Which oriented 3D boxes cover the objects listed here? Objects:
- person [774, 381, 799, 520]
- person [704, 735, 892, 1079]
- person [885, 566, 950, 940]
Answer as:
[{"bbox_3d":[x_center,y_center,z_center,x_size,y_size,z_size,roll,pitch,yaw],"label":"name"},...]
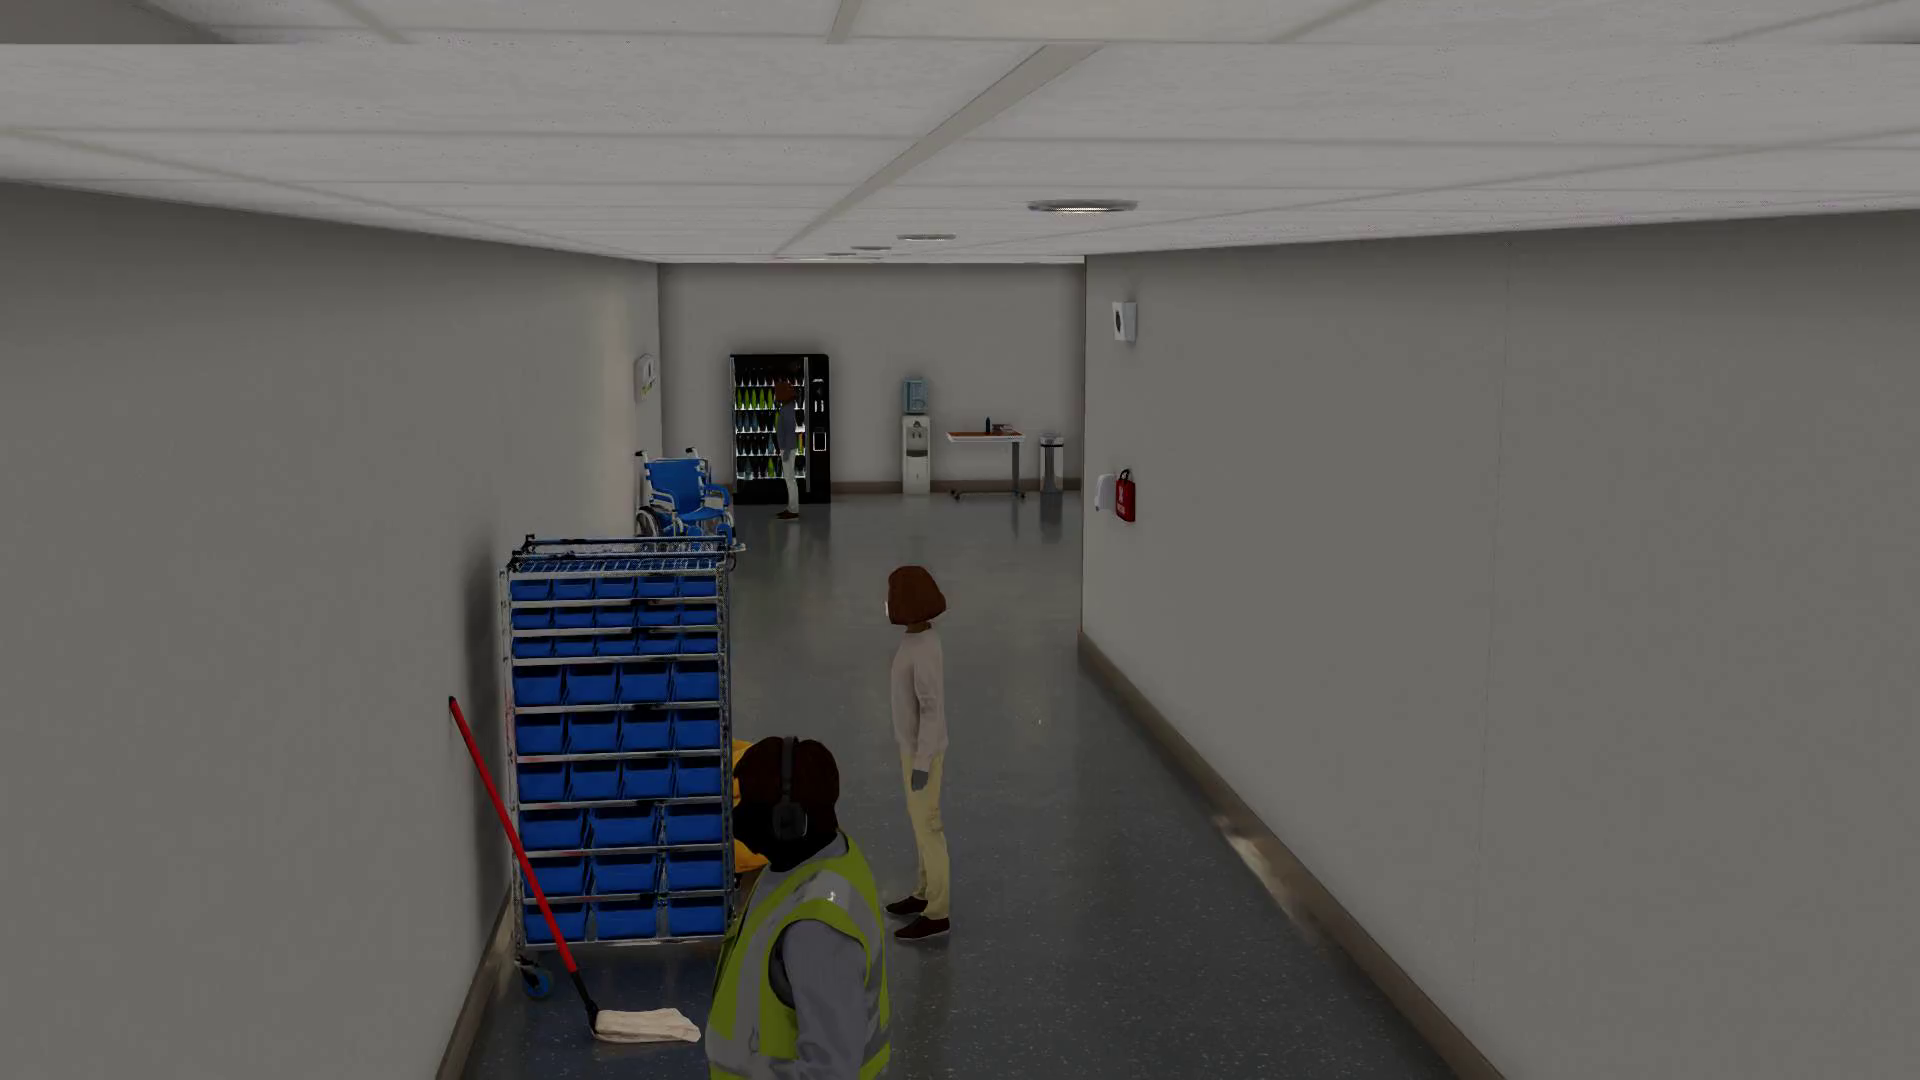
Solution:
[{"bbox_3d":[-2.044,-1.053,19.563,0.268,1.630,0.507,-1,9,-7],"label":"person"},{"bbox_3d":[-0.377,1.353,3.900,0.429,1.841,0.633,-1,9,-7],"label":"person"},{"bbox_3d":[-0.187,0.918,7.255,0.266,1.631,0.507,-1,9,-7],"label":"person"}]
